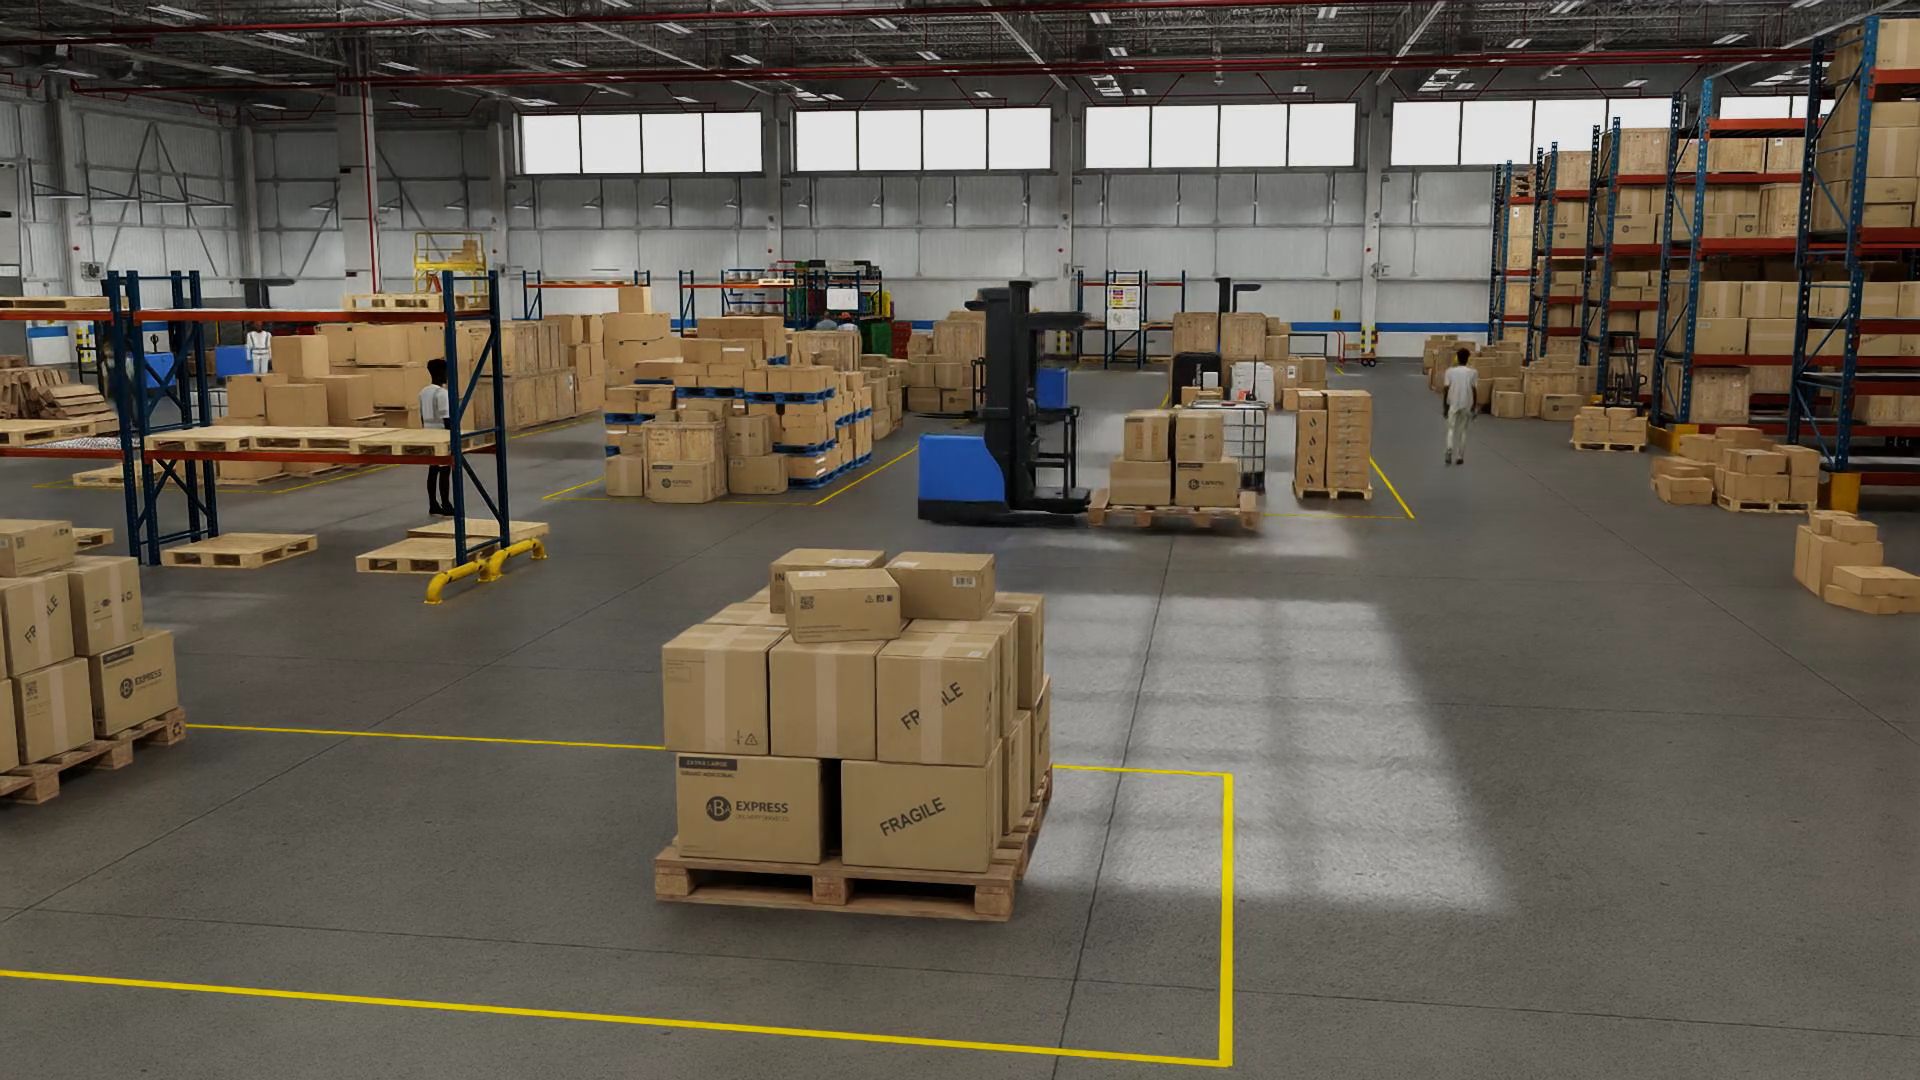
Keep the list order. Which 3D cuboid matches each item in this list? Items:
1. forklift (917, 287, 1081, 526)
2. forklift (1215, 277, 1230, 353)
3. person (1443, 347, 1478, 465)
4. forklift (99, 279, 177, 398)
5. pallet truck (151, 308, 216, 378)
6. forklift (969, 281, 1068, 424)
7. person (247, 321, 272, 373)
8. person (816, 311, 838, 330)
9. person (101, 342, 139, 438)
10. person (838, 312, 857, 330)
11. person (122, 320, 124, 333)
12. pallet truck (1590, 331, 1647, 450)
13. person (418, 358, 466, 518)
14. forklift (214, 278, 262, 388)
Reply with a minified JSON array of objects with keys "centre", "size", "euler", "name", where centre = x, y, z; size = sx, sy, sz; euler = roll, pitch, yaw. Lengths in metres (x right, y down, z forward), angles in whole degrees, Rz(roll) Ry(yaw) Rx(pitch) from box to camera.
[{"centre":[0.483,-1.630,19.965],"size":[1.873,2.768,1.129],"euler":[1,9,9],"name":"forklift"},{"centre":[7.658,-6.238,48.389],"size":[1.873,2.768,1.129],"euler":[1,9,9],"name":"forklift"},{"centre":[7.800,-2.078,25.894],"size":[0.515,1.852,0.446],"euler":[4,10,23],"name":"person"},{"centre":[-19.606,-4.720,39.027],"size":[1.873,2.768,1.129],"euler":[1,9,9],"name":"forklift"},{"centre":[-21.869,-5.598,47.154],"size":[0.823,1.965,1.885],"euler":[4,10,26],"name":"pallet truck"},{"centre":[1.194,-3.753,33.059],"size":[1.873,2.768,1.129],"euler":[1,9,9],"name":"forklift"},{"centre":[-16.983,-4.429,40.356],"size":[0.571,1.868,0.462],"euler":[-4,10,-22],"name":"person"},{"centre":[-3.772,-5.548,47.140],"size":[0.646,1.906,0.864],"euler":[1,9,8],"name":"person"},{"centre":[-14.638,-2.554,29.001],"size":[0.556,1.798,0.517],"euler":[0,9,-1],"name":"person"},{"centre":[-3.041,-5.221,45.083],"size":[0.557,1.926,0.424],"euler":[-3,10,-19],"name":"person"},{"centre":[-25.617,-6.017,50.988],"size":[0.542,1.593,0.820],"euler":[-5,10,-28],"name":"person"},{"centre":[11.253,-2.573,28.499],"size":[0.823,1.965,1.885],"euler":[5,10,27],"name":"pallet truck"},{"centre":[-6.383,-1.247,20.417],"size":[0.603,1.966,0.368],"euler":[8,12,42],"name":"person"},{"centre":[-18.193,-5.339,42.845],"size":[1.873,2.768,1.129],"euler":[-3,10,-18],"name":"forklift"}]
